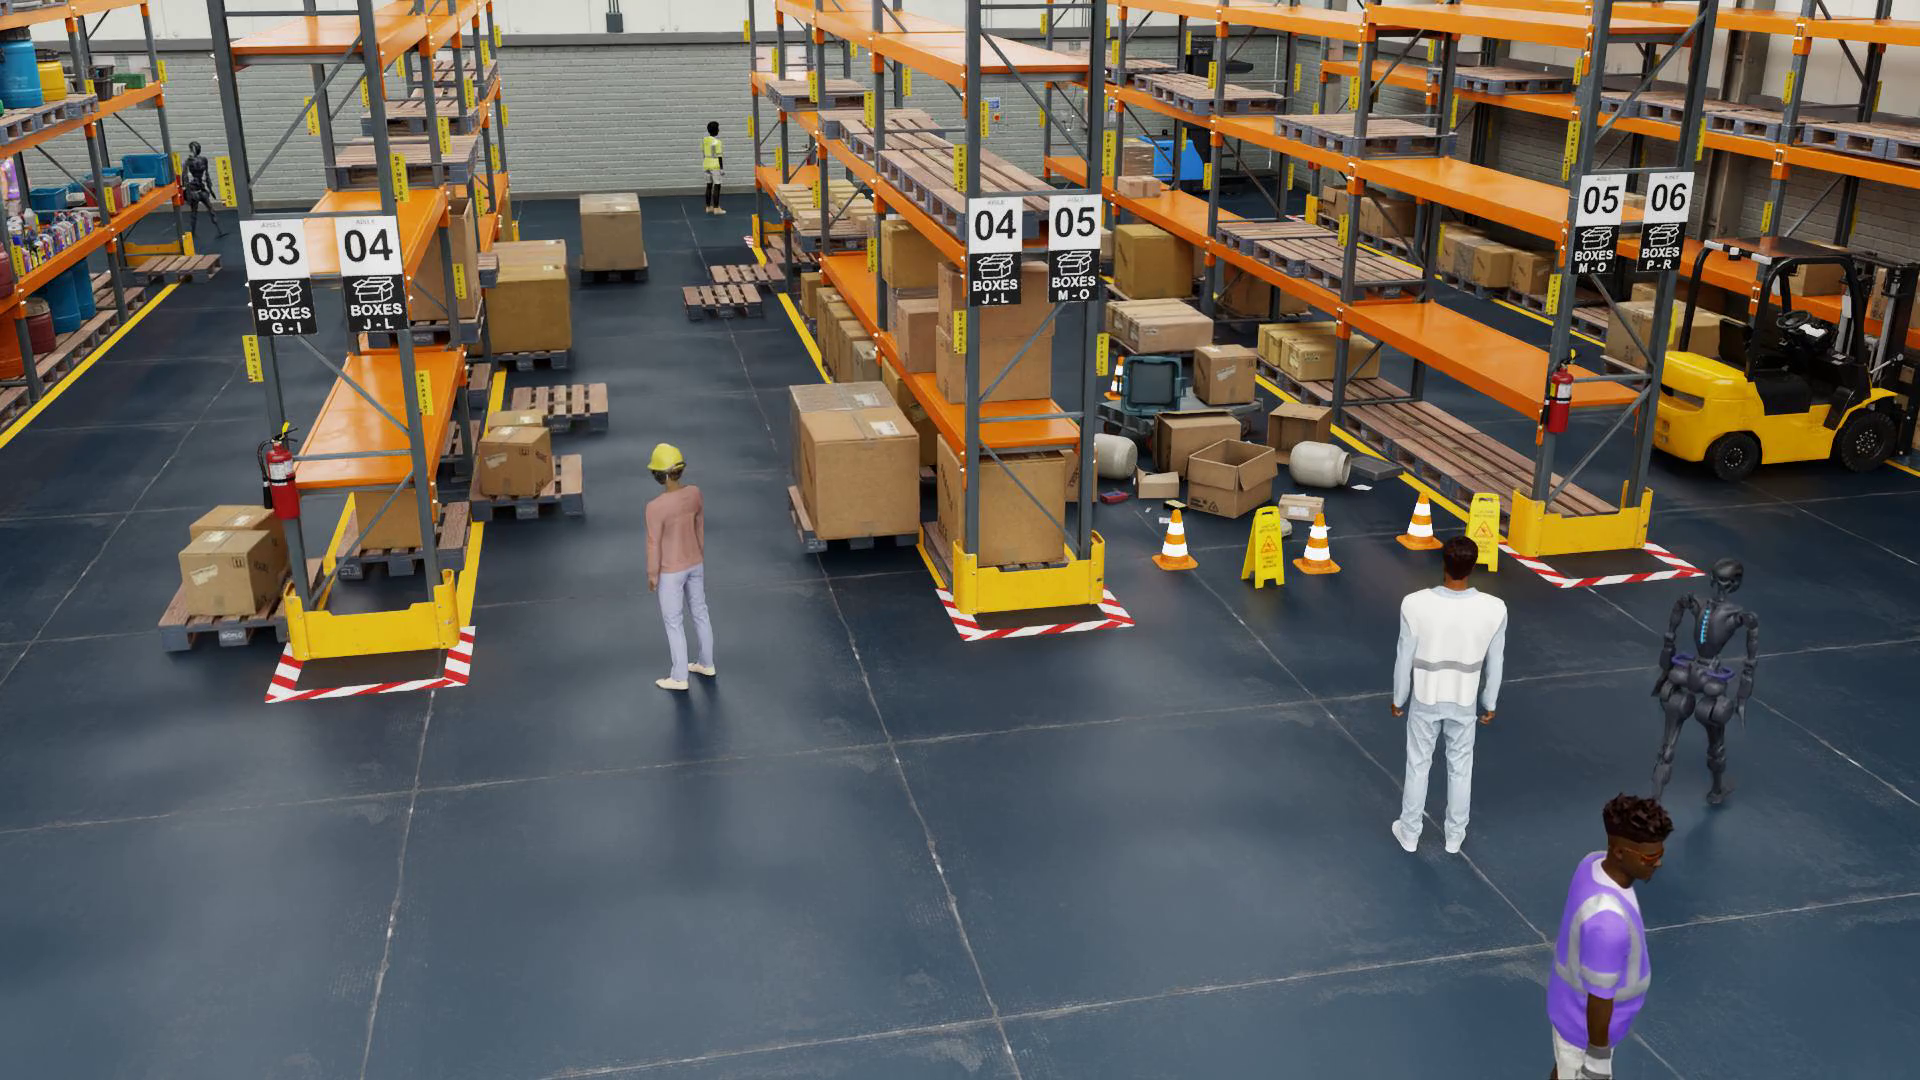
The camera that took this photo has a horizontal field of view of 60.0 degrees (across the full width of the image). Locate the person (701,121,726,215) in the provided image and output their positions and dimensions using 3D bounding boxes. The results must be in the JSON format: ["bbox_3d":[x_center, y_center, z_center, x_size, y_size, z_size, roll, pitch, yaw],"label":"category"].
[{"bbox_3d":[-4.529,-6.836,30.573,0.537,1.686,0.321,17,27,39],"label":"person"}]

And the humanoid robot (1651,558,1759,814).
[{"bbox_3d":[4.410,0.868,9.889,0.752,1.631,0.589,-18,27,-39],"label":"humanoid robot"}]

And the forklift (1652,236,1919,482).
[{"bbox_3d":[8.013,-1.814,16.330,2.313,2.155,1.214,-4,21,-12],"label":"forklift"}]

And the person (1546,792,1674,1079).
[{"bbox_3d":[2.542,1.895,6.668,0.370,1.963,0.606,6,21,15],"label":"person"}]

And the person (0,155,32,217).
[{"bbox_3d":[-15.369,-5.567,27.158,0.349,1.688,0.489,11,23,27],"label":"person"}]

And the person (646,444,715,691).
[{"bbox_3d":[-1.982,0.183,11.576,0.339,1.759,0.521,13,24,32],"label":"person"}]

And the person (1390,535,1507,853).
[{"bbox_3d":[2.753,0.890,9.439,0.595,1.918,0.384,3,21,7],"label":"person"}]

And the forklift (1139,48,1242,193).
[{"bbox_3d":[4.566,-8.313,32.860,1.873,2.768,1.129,-4,21,-12],"label":"forklift"}]

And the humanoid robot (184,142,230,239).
[{"bbox_3d":[-12.849,-5.909,28.136,0.735,1.622,0.612,7,21,18],"label":"humanoid robot"}]
